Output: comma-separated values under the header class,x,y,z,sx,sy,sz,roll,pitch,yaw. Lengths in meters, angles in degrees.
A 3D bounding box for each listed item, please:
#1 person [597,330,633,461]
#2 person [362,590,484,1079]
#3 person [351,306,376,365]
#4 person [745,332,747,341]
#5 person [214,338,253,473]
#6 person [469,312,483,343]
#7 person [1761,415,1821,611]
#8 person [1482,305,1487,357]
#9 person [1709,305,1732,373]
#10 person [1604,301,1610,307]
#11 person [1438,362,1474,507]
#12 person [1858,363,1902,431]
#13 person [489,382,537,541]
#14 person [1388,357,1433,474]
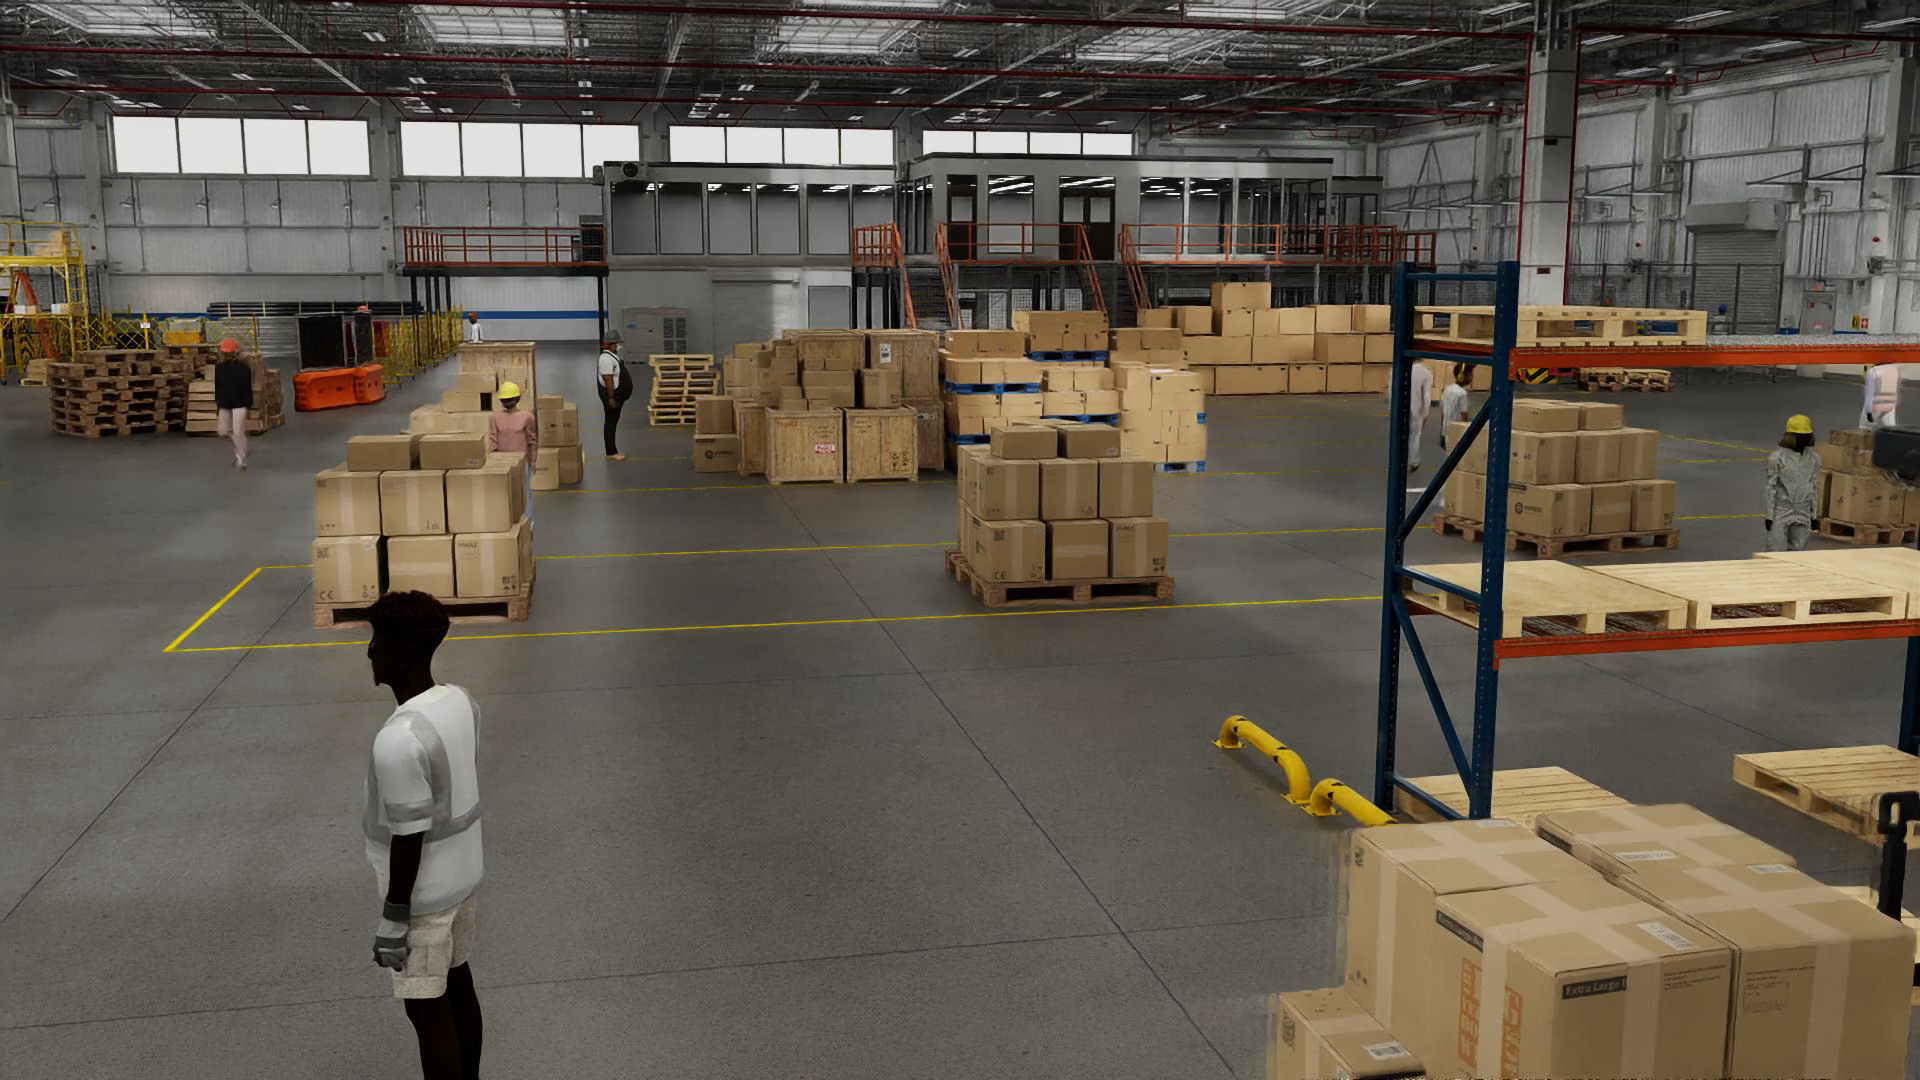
class,x,y,z,sx,sy,sz,roll,pitch,yaw
person,-5.377,-2.262,25.964,0.536,2.000,0.688,-2,9,-10
person,-1.779,1.130,5.515,0.367,1.966,0.607,0,9,1
person,-14.971,-4.863,41.807,0.605,2.045,0.378,2,10,13
person,-6.846,-7.010,55.331,0.766,1.882,0.677,-6,11,-32
person,-10.628,-1.963,24.330,0.637,1.974,0.444,2,10,15
person,-12.177,-4.786,41.819,0.356,1.887,0.572,-2,9,-10
person,7.195,-0.214,14.384,0.493,1.743,0.295,-1,9,-7
person,16.350,-6.403,51.857,0.639,1.829,0.629,7,12,37
person,21.583,-5.702,47.213,0.605,1.949,0.401,8,13,42
person,20.382,-6.597,52.708,0.400,1.944,0.710,1,9,6
person,6.135,-1.281,20.570,0.340,1.864,0.594,-2,9,-9
person,13.772,-1.972,24.972,0.628,1.792,0.974,-1,9,-9
person,-4.886,-0.847,18.180,0.531,1.765,0.327,1,9,5
person,6.500,-1.862,24.064,0.631,1.883,1.074,3,10,19
